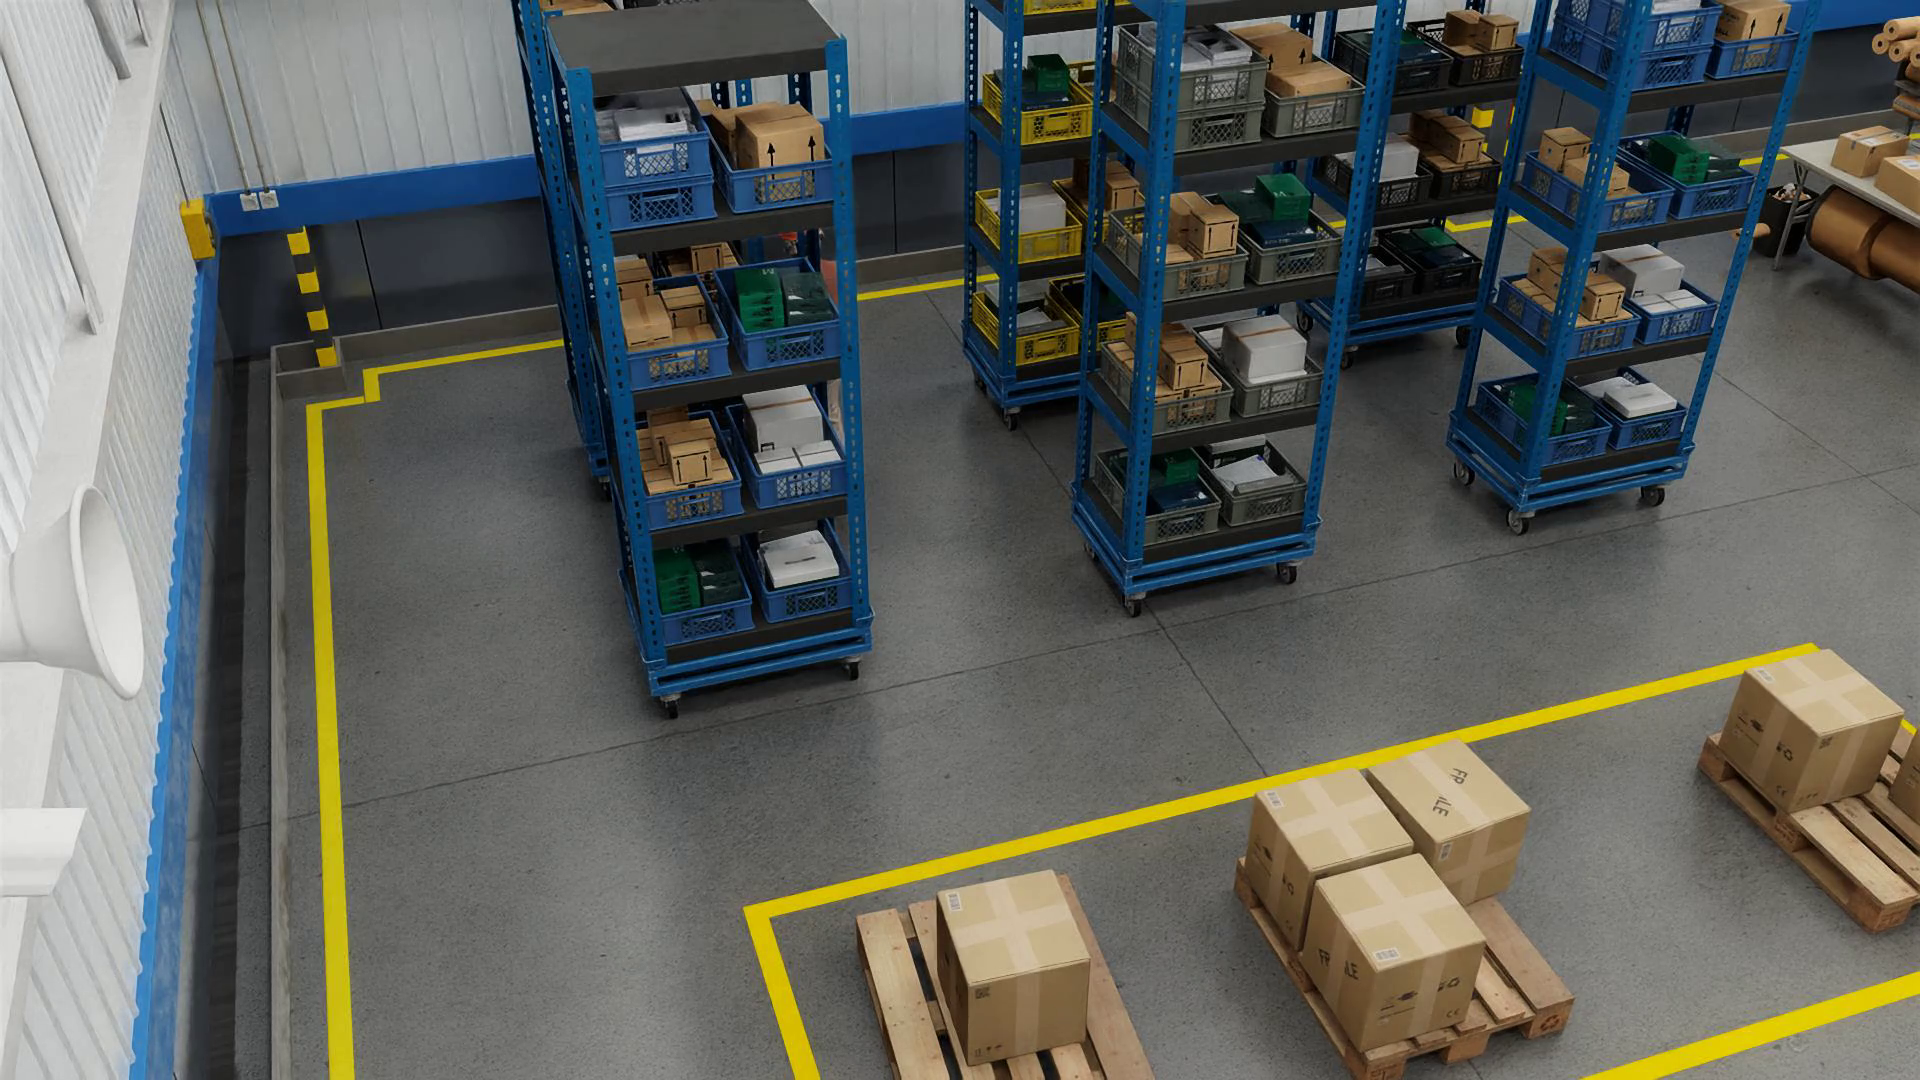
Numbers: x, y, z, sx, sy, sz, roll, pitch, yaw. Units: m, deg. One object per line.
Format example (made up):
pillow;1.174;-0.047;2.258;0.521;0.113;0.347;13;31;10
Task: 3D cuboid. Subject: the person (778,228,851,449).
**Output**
person;-0.913;-1.080;10.097;0.623;1.980;0.411;-29;44;-35
